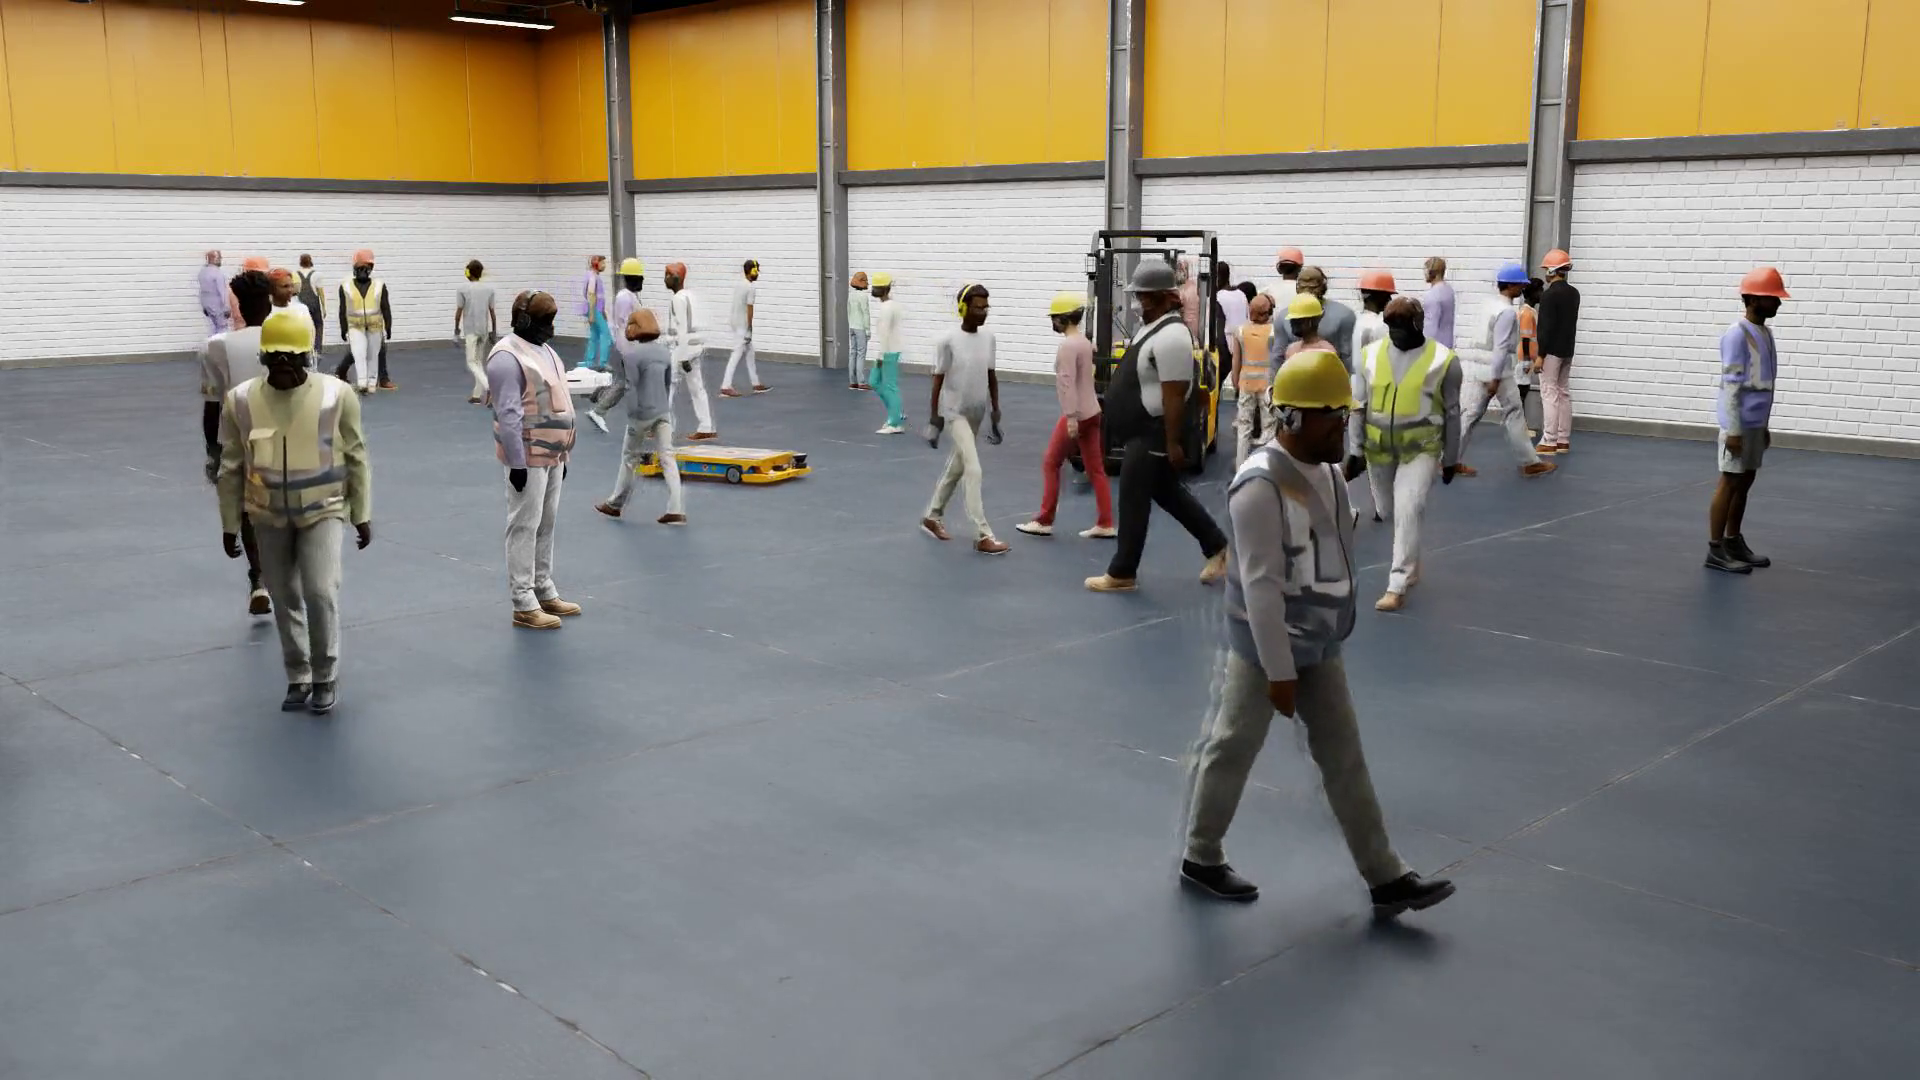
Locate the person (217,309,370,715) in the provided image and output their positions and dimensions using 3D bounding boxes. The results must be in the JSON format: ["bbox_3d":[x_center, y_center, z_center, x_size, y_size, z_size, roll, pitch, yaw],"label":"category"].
[{"bbox_3d":[-2.957,-0.108,7.360,0.625,1.807,0.552,-1,10,-8],"label":"person"}]

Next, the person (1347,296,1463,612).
[{"bbox_3d":[2.622,-0.535,9.754,0.616,1.801,0.939,7,12,32],"label":"person"}]

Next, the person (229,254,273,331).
[{"bbox_3d":[-7.472,-2.042,17.594,1.054,1.945,0.601,6,12,28],"label":"person"}]

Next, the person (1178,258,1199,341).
[{"bbox_3d":[2.396,-2.057,17.764,0.520,1.886,0.666,-3,11,-15],"label":"person"}]

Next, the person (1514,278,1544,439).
[{"bbox_3d":[5.969,-1.907,17.508,0.319,1.690,0.532,4,11,21],"label":"person"}]

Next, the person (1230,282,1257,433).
[{"bbox_3d":[3.015,-1.906,17.613,0.541,1.646,0.894,-3,11,-16],"label":"person"}]

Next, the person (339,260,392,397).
[{"bbox_3d":[-7.916,-2.819,22.183,0.654,1.789,0.945,-4,11,-22],"label":"person"}]

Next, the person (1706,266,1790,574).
[{"bbox_3d":[5.021,-0.761,10.578,0.547,1.935,0.366,-10,14,-43],"label":"person"}]

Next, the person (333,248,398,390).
[{"bbox_3d":[-8.281,-3.045,22.998,0.851,1.964,0.637,4,11,20],"label":"person"}]

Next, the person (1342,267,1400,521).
[{"bbox_3d":[2.983,-1.045,12.215,0.836,1.904,0.556,-2,11,-10],"label":"person"}]

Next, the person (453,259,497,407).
[{"bbox_3d":[-6.044,-2.588,20.815,0.800,1.844,0.522,10,14,43],"label":"person"}]

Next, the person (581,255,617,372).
[{"bbox_3d":[-5.569,-3.509,25.846,0.640,1.822,0.585,-1,10,-7],"label":"person"}]

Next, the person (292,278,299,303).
[{"bbox_3d":[-7.788,-2.218,19.146,0.879,1.699,0.507,-2,11,-13],"label":"person"}]

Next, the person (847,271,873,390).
[{"bbox_3d":[-1.382,-2.892,23.025,0.279,1.634,0.497,-7,12,-32],"label":"person"}]

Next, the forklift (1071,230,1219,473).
[{"bbox_3d":[1.804,-1.825,15.677,1.214,2.155,2.313,2,11,13],"label":"forklift"}]

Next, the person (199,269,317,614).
[{"bbox_3d":[-3.813,-0.506,9.154,0.639,1.945,0.429,-3,11,-16],"label":"person"}]

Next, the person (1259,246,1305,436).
[{"bbox_3d":[3.207,-1.838,16.203,0.644,2.022,0.641,4,11,22],"label":"person"}]

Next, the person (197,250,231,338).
[{"bbox_3d":[-12.483,-3.929,27.979,0.665,1.888,0.433,8,13,36],"label":"person"}]

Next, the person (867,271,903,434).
[{"bbox_3d":[-0.804,-2.004,17.880,0.419,1.749,0.532,-1,10,-4],"label":"person"}]

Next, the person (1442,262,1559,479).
[{"bbox_3d":[4.750,-1.478,14.611,0.989,1.897,0.611,0,10,-1],"label":"person"}]

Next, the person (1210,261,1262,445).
[{"bbox_3d":[2.736,-1.918,17.098,0.943,1.861,0.713,10,14,43],"label":"person"}]

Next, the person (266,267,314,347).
[{"bbox_3d":[-5.619,-1.324,13.826,0.491,1.873,0.605,6,12,28],"label":"person"}]

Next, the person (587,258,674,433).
[{"bbox_3d":[-3.579,-2.074,17.859,0.876,1.896,0.594,-2,10,-8],"label":"person"}]

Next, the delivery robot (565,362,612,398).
[{"bbox_3d":[-4.694,-1.965,20.658,0.707,0.478,0.477,-4,11,-19],"label":"delivery robot"}]

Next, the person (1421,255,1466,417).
[{"bbox_3d":[4.998,-1.993,17.316,0.607,1.924,0.632,6,12,31],"label":"person"}]

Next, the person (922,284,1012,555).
[{"bbox_3d":[0.010,-0.839,11.369,0.500,1.816,0.986,-10,14,-43],"label":"person"}]

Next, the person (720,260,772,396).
[{"bbox_3d":[-2.874,-2.833,22.227,0.873,1.804,0.547,-7,13,-34],"label":"person"}]

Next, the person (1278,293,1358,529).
[{"bbox_3d":[2.385,-0.780,11.196,0.501,1.750,0.514,-4,11,-20],"label":"person"}]

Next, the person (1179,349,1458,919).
[{"bbox_3d":[1.086,0.312,5.142,0.925,1.781,0.617,8,13,39],"label":"person"}]

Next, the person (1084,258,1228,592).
[{"bbox_3d":[1.250,-0.703,9.976,0.927,2.000,0.684,0,10,2],"label":"person"}]

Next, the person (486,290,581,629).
[{"bbox_3d":[-2.320,-0.445,9.132,0.429,1.838,0.621,1,10,8],"label":"person"}]

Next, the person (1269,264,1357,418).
[{"bbox_3d":[2.606,-1.075,12.336,0.665,1.917,0.498,6,12,31],"label":"person"}]

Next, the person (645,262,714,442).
[{"bbox_3d":[-2.974,-1.926,17.186,0.887,1.846,0.578,1,10,7],"label":"person"}]

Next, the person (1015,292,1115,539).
[{"bbox_3d":[0.734,-0.863,11.679,0.789,1.729,0.586,5,11,24],"label":"person"}]

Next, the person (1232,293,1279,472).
[{"bbox_3d":[2.553,-1.273,14.170,0.514,1.645,0.309,7,12,32],"label":"person"}]

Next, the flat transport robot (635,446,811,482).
[{"bbox_3d":[-2.096,-0.683,14.697,1.431,0.197,0.652,5,12,25],"label":"flat transport robot"}]

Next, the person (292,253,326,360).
[{"bbox_3d":[-10.933,-3.894,27.970,0.537,1.822,0.648,-2,11,-10],"label":"person"}]

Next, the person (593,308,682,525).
[{"bbox_3d":[-2.377,-0.916,12.346,0.838,1.588,0.518,7,12,33],"label":"person"}]

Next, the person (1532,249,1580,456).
[{"bbox_3d":[5.776,-1.822,16.202,0.622,1.992,0.397,-9,14,-42],"label":"person"}]
